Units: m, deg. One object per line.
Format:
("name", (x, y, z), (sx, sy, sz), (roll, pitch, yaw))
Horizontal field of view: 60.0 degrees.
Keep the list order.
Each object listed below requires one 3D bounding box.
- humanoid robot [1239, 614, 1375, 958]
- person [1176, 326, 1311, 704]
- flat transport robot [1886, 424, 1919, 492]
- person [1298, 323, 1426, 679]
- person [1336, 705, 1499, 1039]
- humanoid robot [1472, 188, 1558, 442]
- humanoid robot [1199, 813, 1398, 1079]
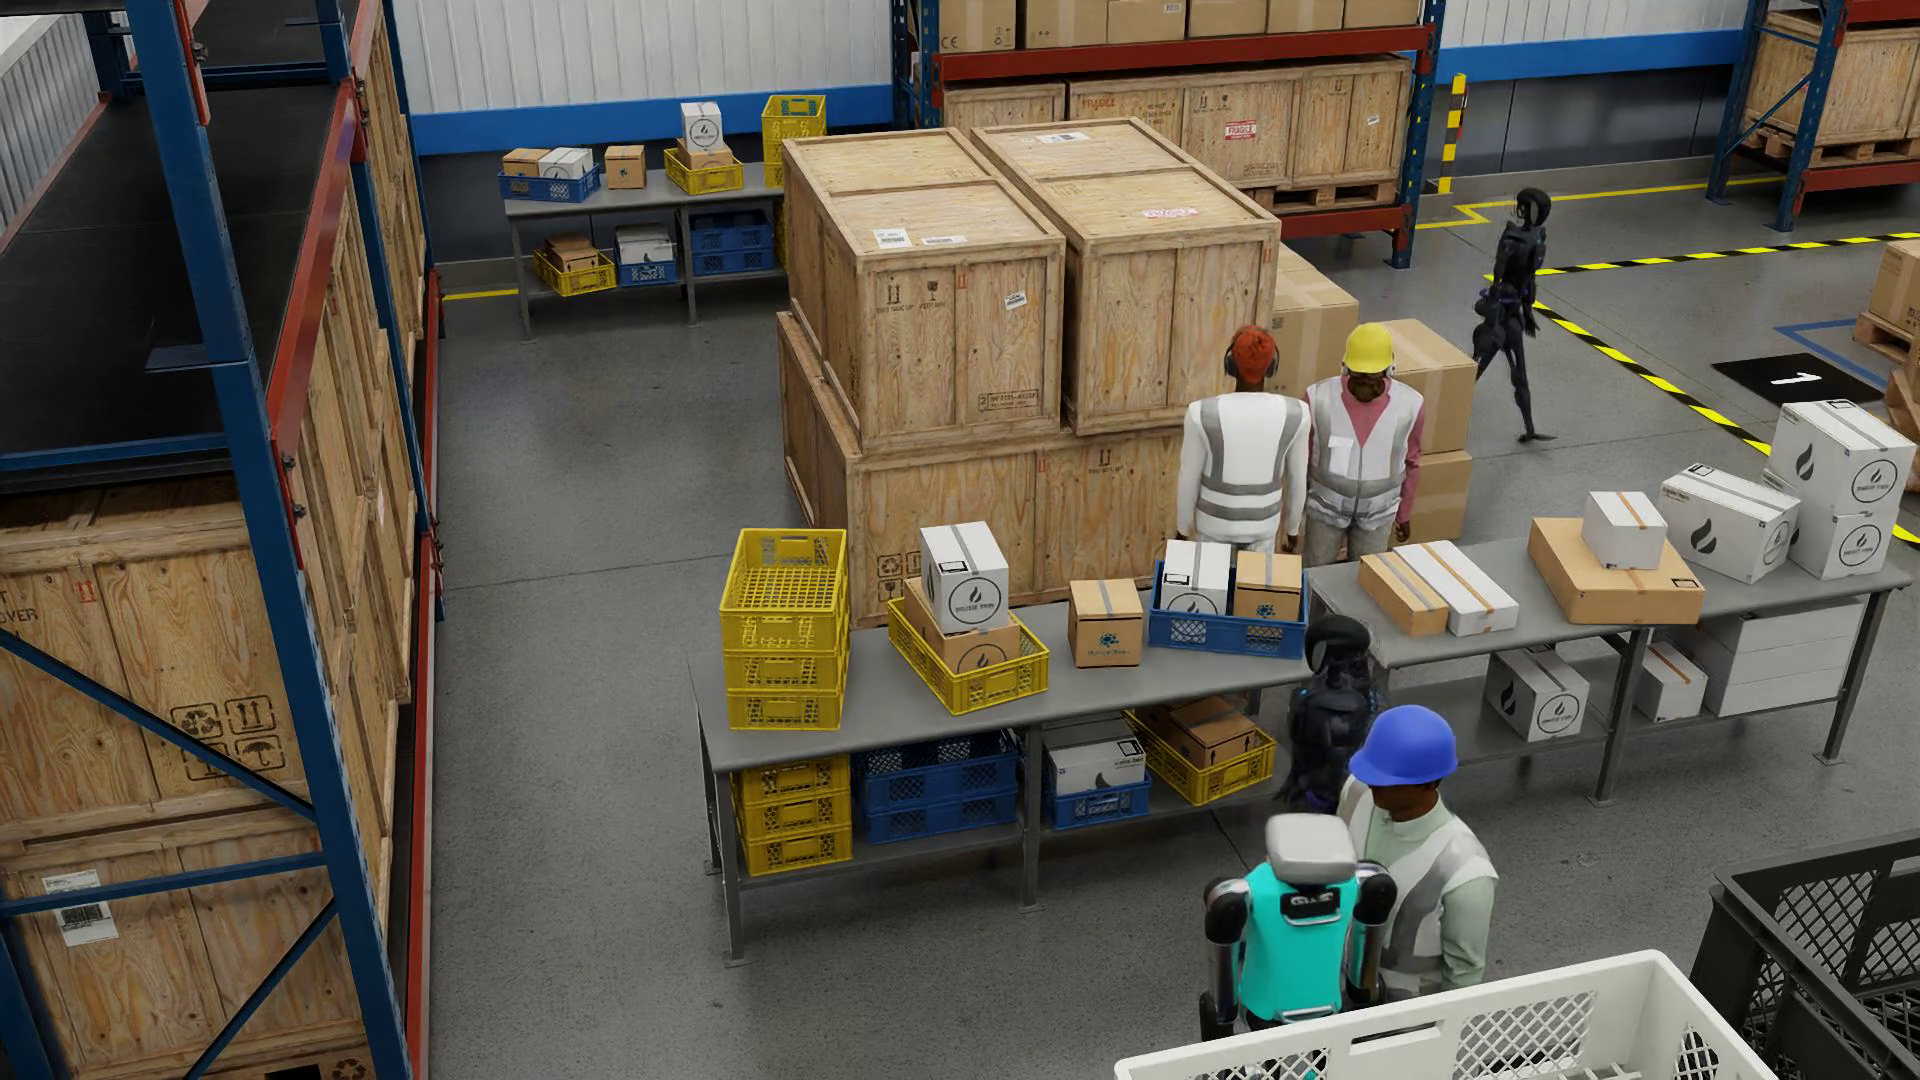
("humanoid robot", (1.336, 0.961, 5.945), (0.658, 1.647, 0.597), (1, 29, 3))
("person", (1.269, -0.077, 7.585), (0.580, 1.880, 0.342), (-1, 29, -2))
("flat transport robot", (5.963, -0.458, 9.919), (1.431, 0.197, 0.652), (8, 30, 14))
("person", (1.826, -0.155, 7.776), (0.602, 1.830, 0.404), (4, 29, 7))
("person", (1.266, 1.312, 4.996), (0.400, 1.945, 0.613), (-14, 32, -24))
("humanoid robot", (3.358, -1.357, 10.169), (0.798, 1.617, 0.609), (24, 37, 36))
("humanoid robot", (0.966, 1.604, 4.580), (0.532, 1.692, 0.732), (-5, 29, -9))
